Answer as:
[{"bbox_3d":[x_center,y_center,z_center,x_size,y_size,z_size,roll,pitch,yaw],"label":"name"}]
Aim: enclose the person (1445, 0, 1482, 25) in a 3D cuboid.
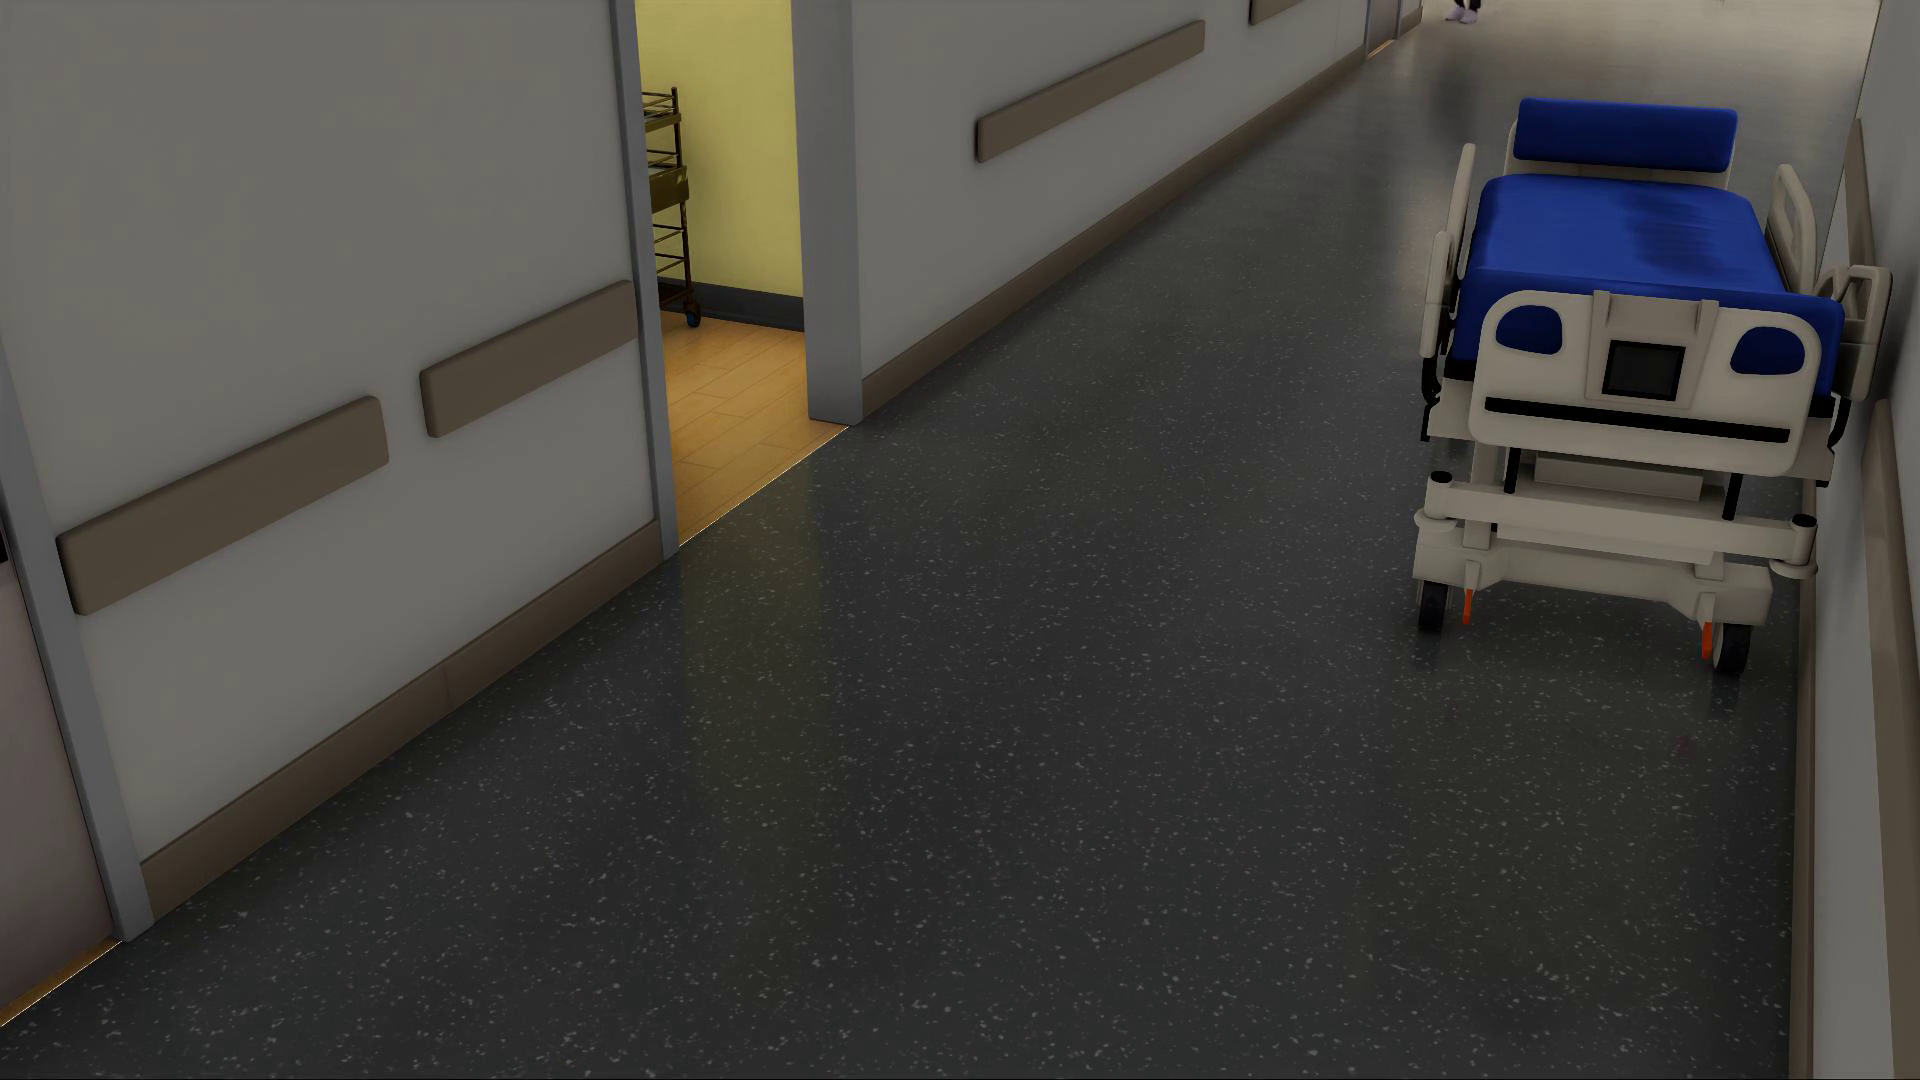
[{"bbox_3d":[4.916,-5.868,15.880,0.818,1.757,0.707,-20,32,-35],"label":"person"}]
